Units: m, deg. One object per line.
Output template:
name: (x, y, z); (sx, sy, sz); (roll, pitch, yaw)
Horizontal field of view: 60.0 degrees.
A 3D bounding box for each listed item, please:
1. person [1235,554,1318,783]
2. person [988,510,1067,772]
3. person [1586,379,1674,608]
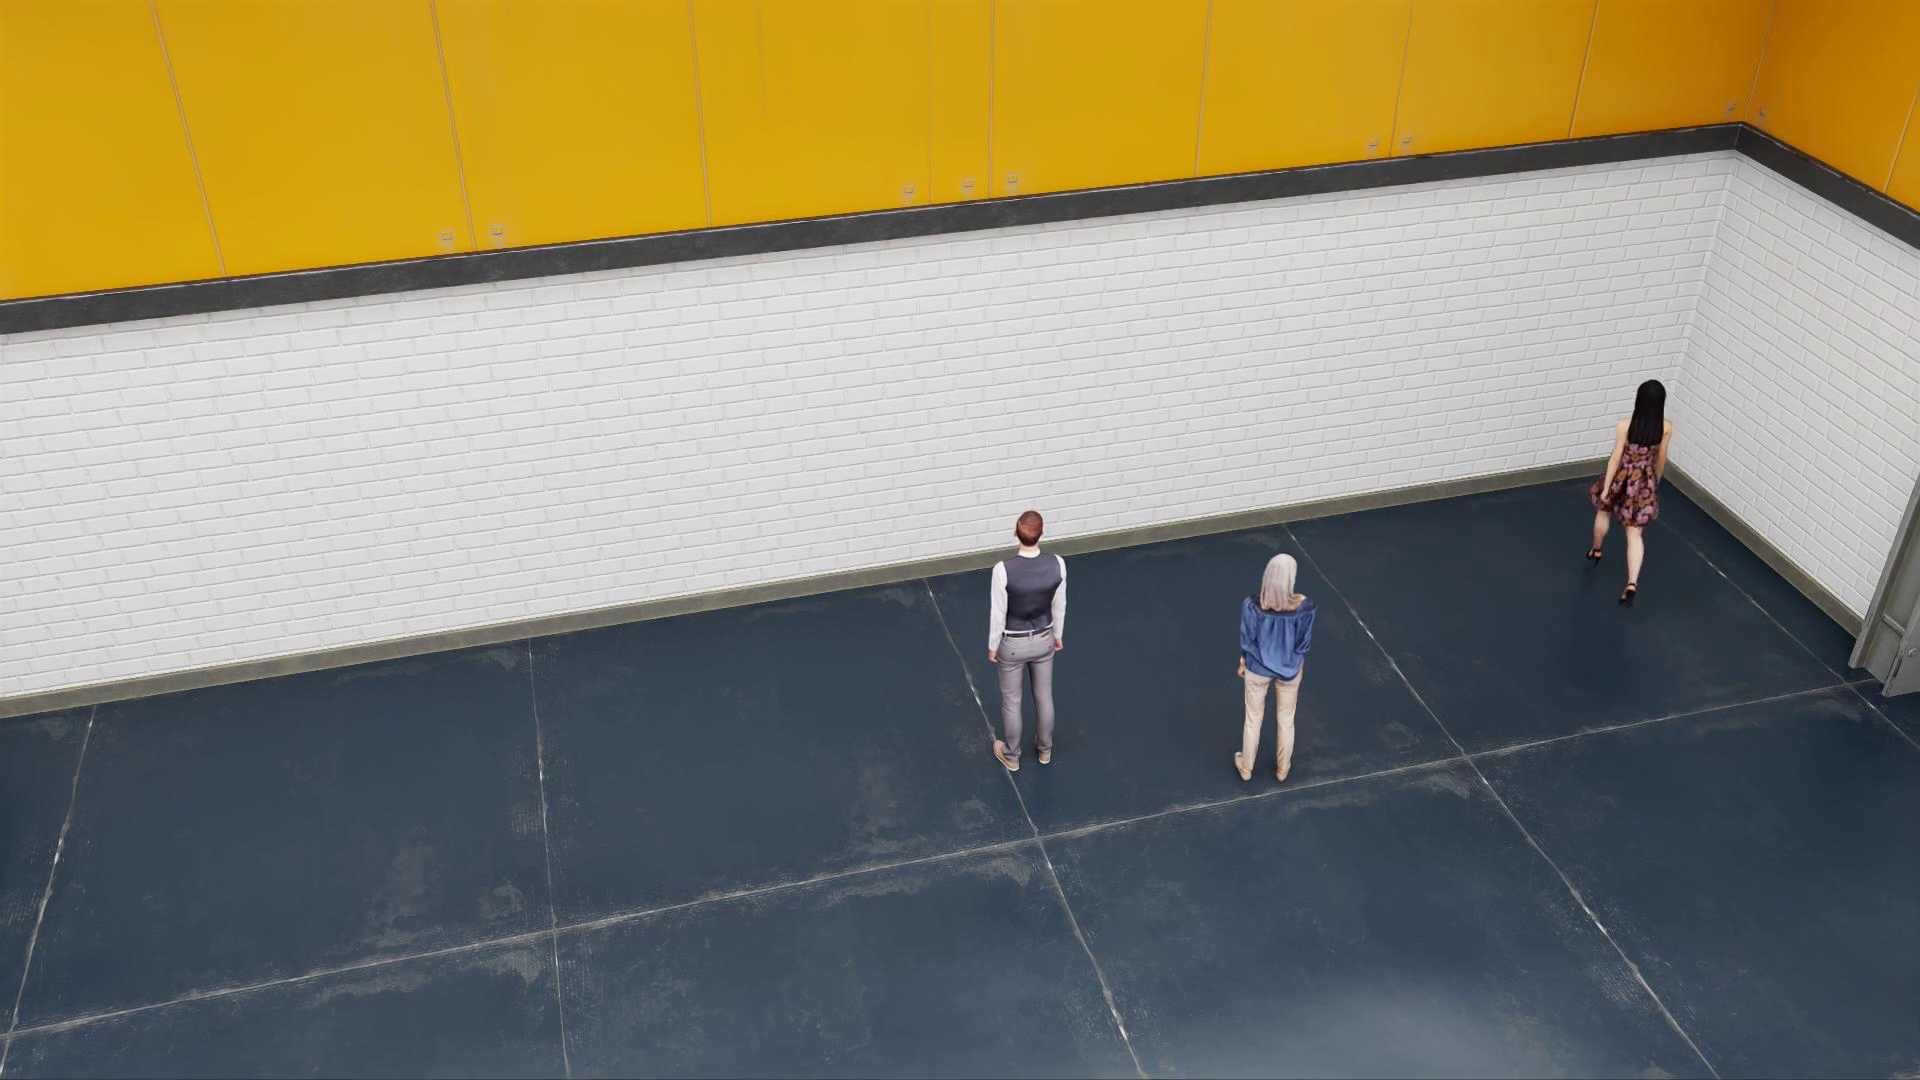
person: (1.984, 0.822, 10.542); (0.683, 1.698, 0.669); (2, 34, 3)
person: (0.421, 0.638, 10.602); (0.652, 1.938, 0.529); (-9, 35, -13)
person: (4.945, -0.318, 12.222); (0.865, 1.737, 1.232); (2, 34, 3)
